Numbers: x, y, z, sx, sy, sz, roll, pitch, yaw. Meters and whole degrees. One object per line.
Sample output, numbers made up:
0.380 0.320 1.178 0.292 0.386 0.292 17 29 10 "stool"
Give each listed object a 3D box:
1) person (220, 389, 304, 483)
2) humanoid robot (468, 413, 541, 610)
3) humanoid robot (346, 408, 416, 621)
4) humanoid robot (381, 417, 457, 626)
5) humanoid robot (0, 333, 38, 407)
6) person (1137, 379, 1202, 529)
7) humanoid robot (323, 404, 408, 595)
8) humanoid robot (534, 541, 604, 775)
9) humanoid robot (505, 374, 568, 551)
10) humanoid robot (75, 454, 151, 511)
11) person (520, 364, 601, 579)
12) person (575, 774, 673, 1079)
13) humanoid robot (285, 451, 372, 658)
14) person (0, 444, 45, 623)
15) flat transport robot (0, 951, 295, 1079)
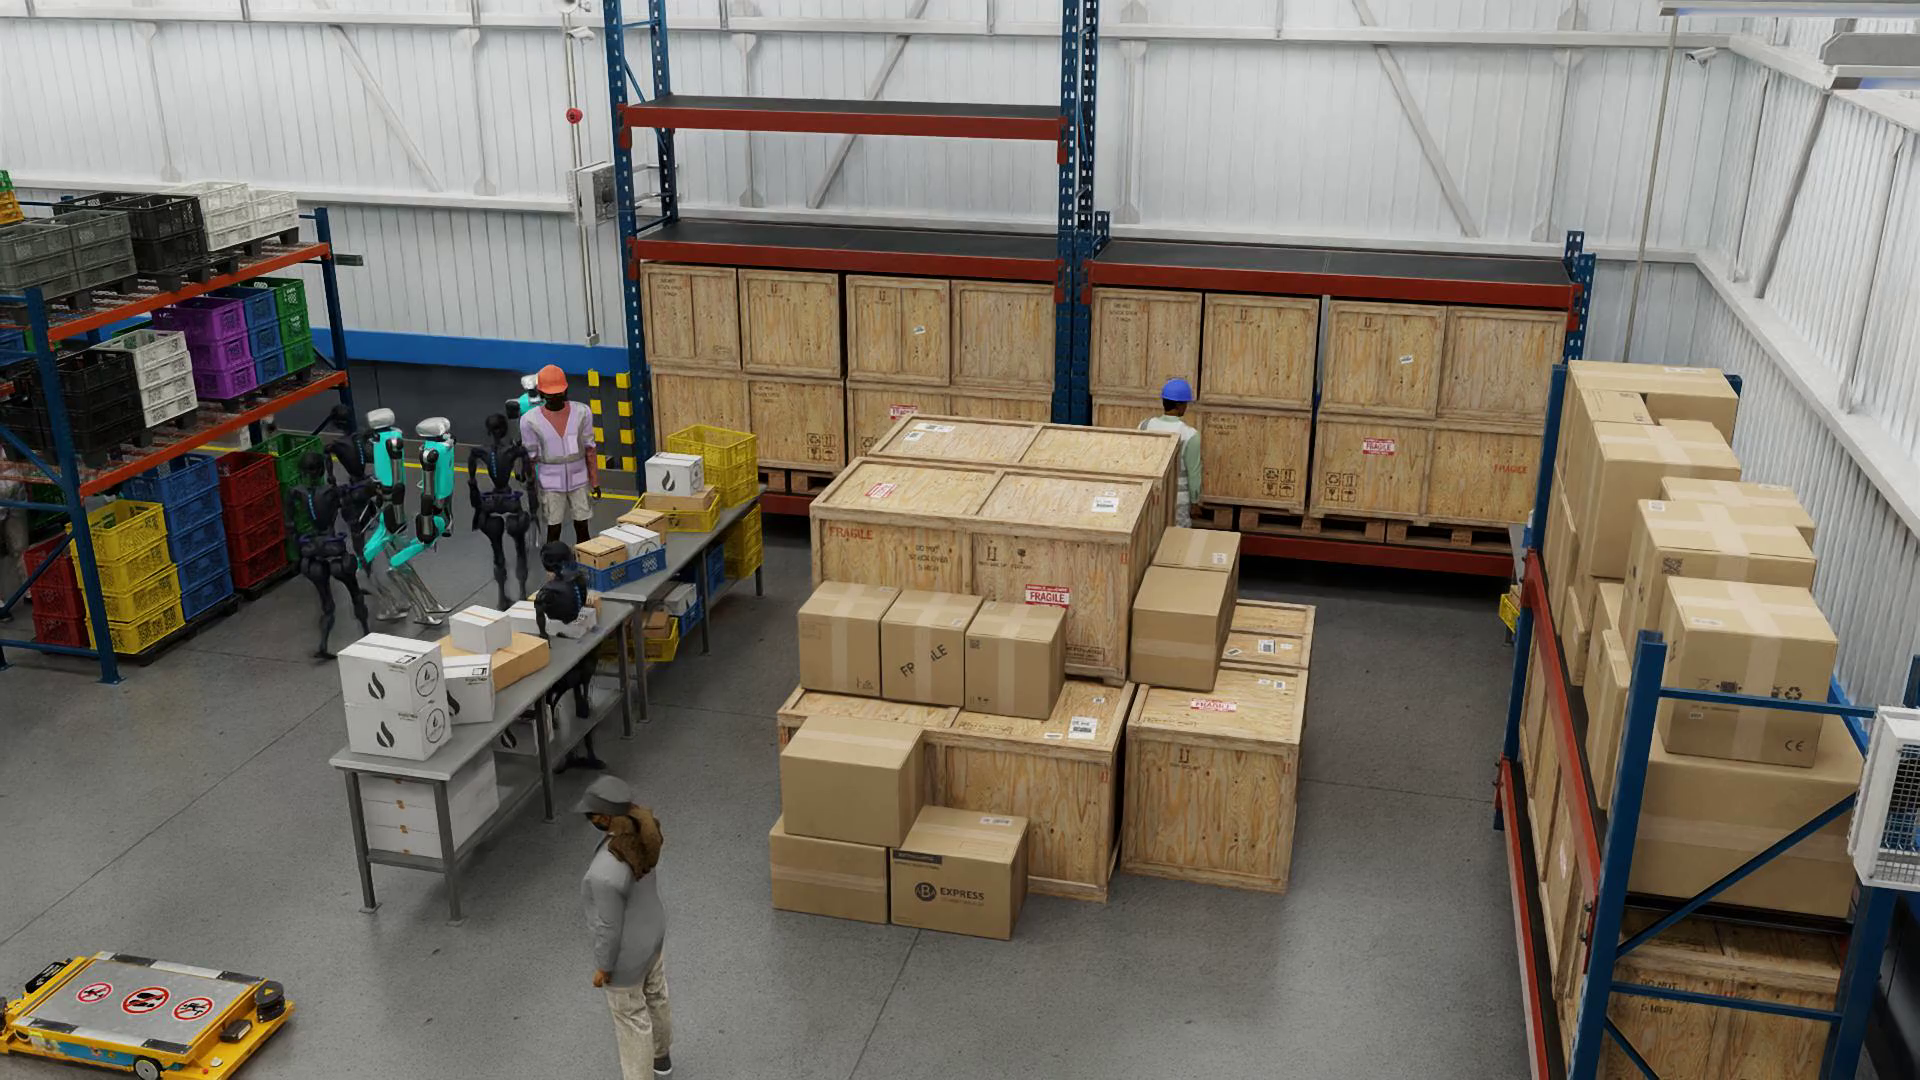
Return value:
-6.877 -1.247 16.123 0.582 1.829 0.996 11 23 26 "person"
-3.760 -0.230 13.701 0.588 1.642 0.371 0 21 0 "humanoid robot"
-4.738 -0.165 13.341 0.680 1.748 0.545 -13 25 -31 "humanoid robot"
-4.345 -0.156 13.266 0.750 1.691 0.530 1 21 3 "humanoid robot"
-10.238 -1.930 18.048 0.539 1.782 0.800 -14 25 -33 "humanoid robot"
1.725 -0.372 13.682 0.602 1.938 0.397 17 27 38 "person"
-4.967 -0.335 13.956 0.444 1.648 0.625 15 26 34 "humanoid robot"
-2.605 0.776 11.039 0.361 1.646 0.589 8 22 20 "humanoid robot"
-3.709 -0.607 14.730 0.541 1.894 0.745 -8 22 -20 "humanoid robot"
-7.272 -0.485 14.343 0.537 1.815 0.780 19 28 40 "humanoid robot"
-3.296 -0.472 13.821 0.604 2.038 0.389 -10 23 -23 "person"
-1.576 1.912 7.941 0.398 1.768 0.563 4 21 11 "person"
-4.877 0.130 12.799 0.596 1.654 0.553 0 21 0 "humanoid robot"
-7.798 -0.246 13.512 0.403 1.823 0.588 14 25 32 "person"
-4.270 2.464 8.601 1.431 0.231 0.659 5 22 13 "flat transport robot"
